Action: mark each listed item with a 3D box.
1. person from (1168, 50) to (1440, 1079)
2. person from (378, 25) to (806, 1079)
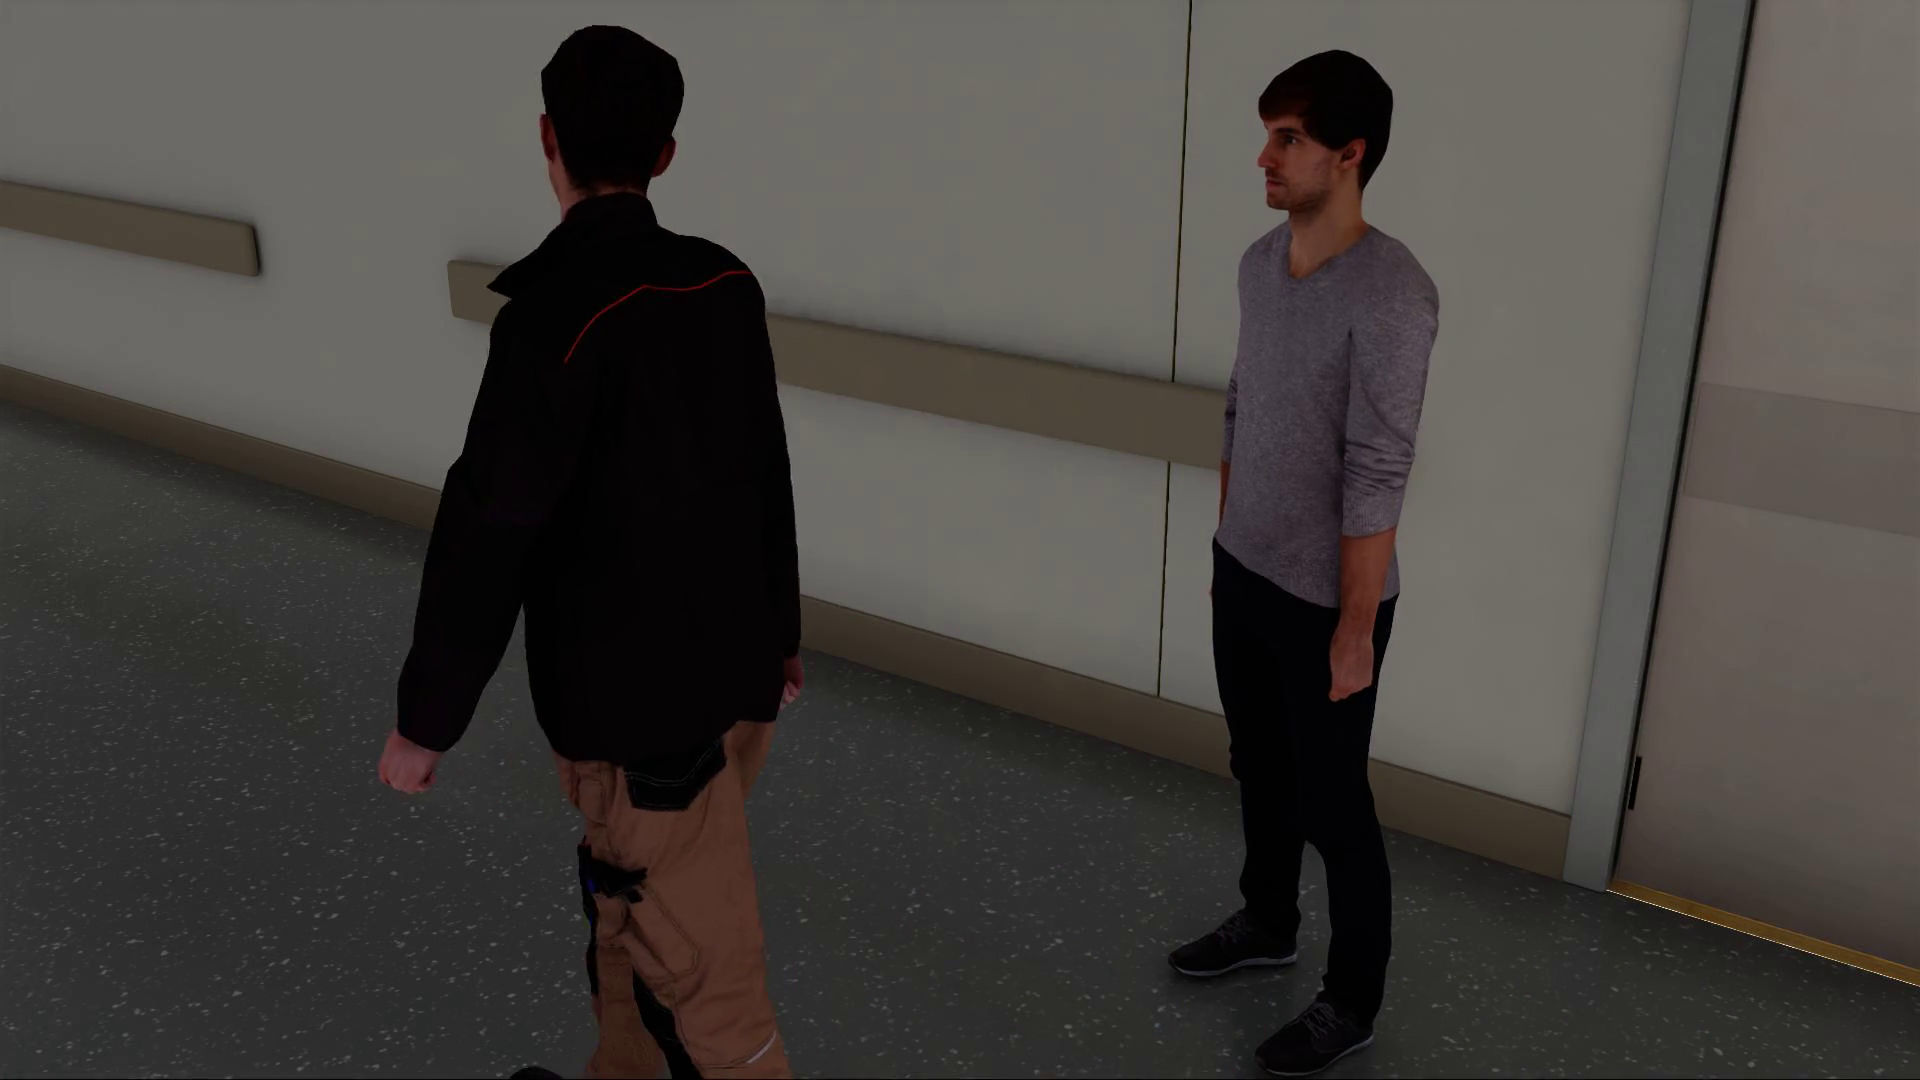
[{"bbox_3d":[0.636,0.070,2.994,0.725,1.840,0.720,-8,22,-20],"label":"person"},{"bbox_3d":[-0.347,0.272,2.387,0.937,1.893,0.959,6,22,15],"label":"person"}]
